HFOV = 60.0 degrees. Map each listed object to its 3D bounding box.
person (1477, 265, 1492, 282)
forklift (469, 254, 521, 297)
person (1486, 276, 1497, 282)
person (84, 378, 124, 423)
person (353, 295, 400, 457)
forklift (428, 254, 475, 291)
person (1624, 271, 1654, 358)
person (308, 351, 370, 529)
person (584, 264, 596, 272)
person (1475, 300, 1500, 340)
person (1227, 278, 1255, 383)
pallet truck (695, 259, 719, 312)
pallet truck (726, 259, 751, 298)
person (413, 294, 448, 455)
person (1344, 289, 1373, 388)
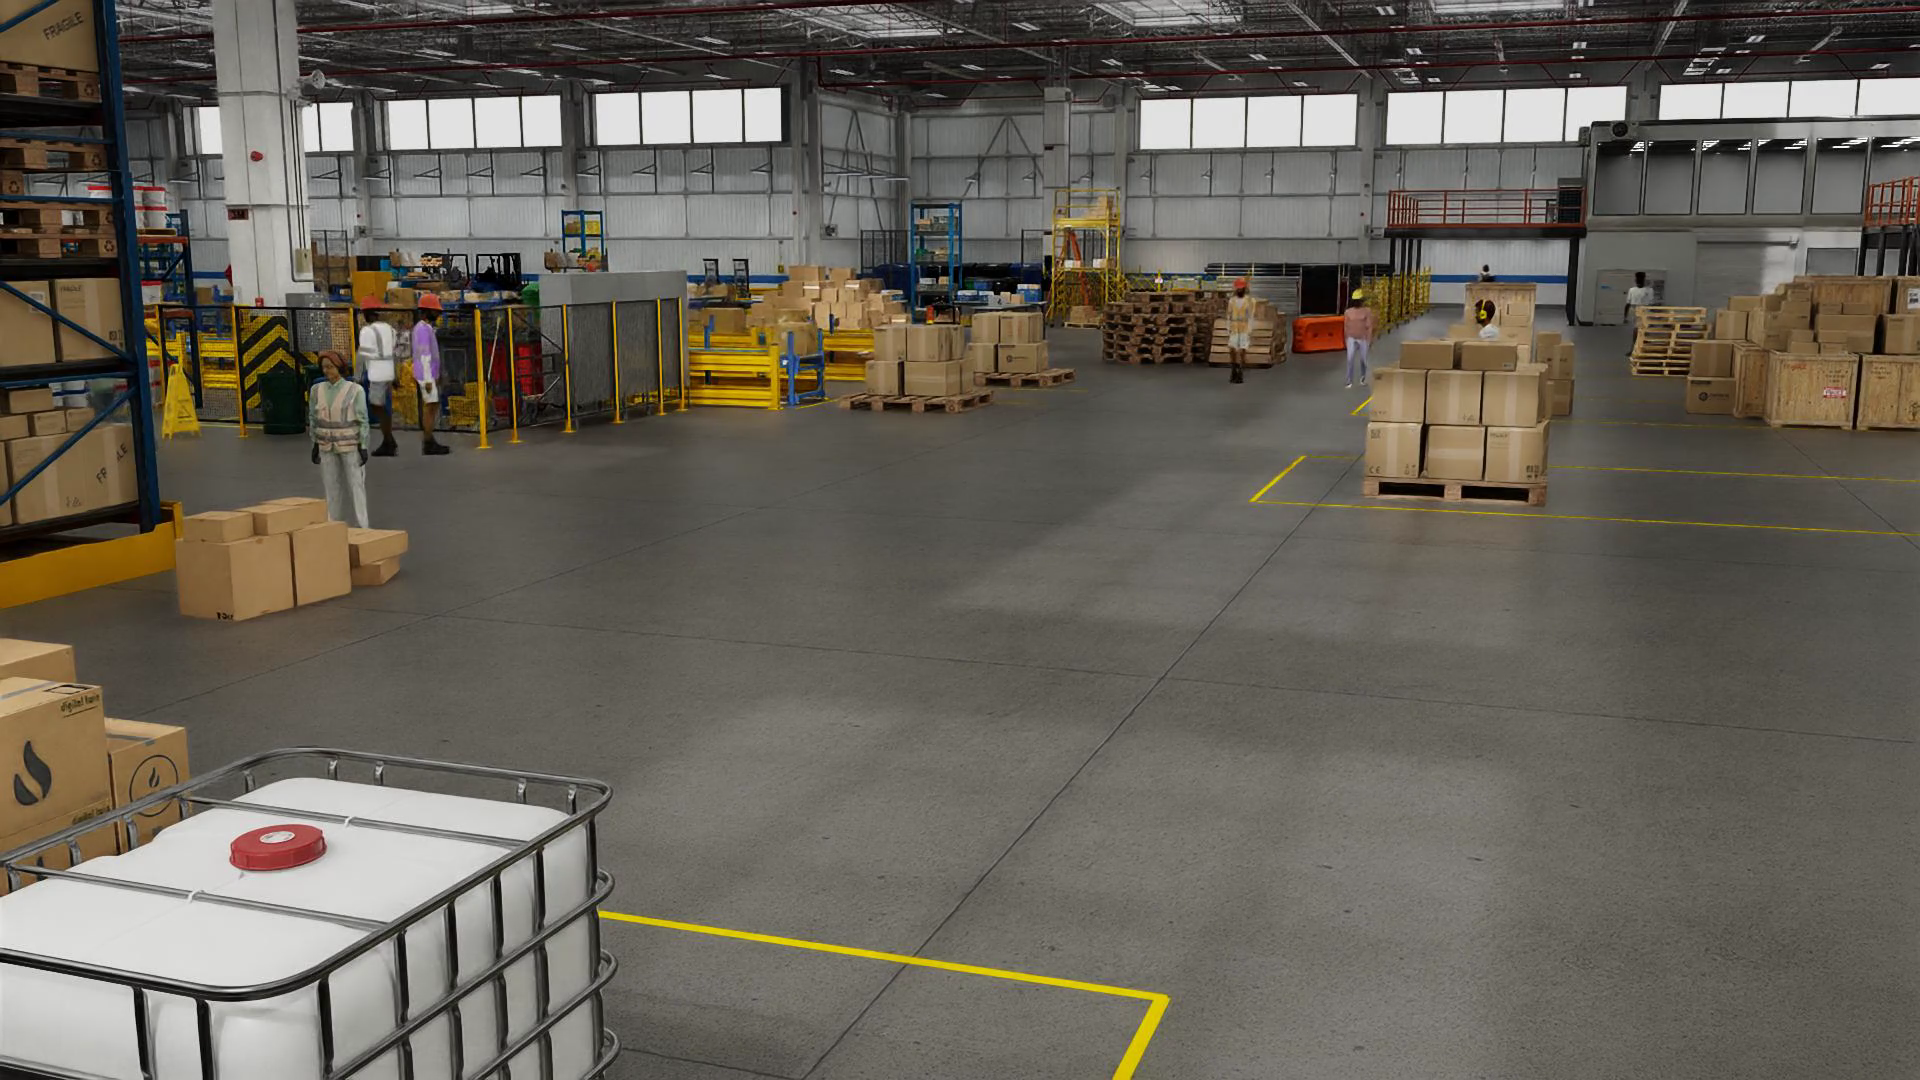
[{"bbox_3d":[18.174,-8.591,57.502,0.538,1.791,0.968,6,12,31],"label":"person"},{"bbox_3d":[-17.990,-10.121,64.684,1.157,1.987,2.680,3,11,17],"label":"forklift"},{"bbox_3d":[10.540,-4.321,33.204,0.581,1.884,0.746,6,11,28],"label":"person"},{"bbox_3d":[-10.134,-1.791,19.699,0.500,1.618,0.519,2,10,13],"label":"person"},{"bbox_3d":[-6.904,-1.927,19.667,0.482,1.914,0.570,1,10,8],"label":"person"},{"bbox_3d":[-20.133,-10.254,65.465,1.157,1.987,2.680,3,11,19],"label":"forklift"},{"bbox_3d":[15.222,-5.054,37.227,0.949,1.931,0.612,-7,12,-33],"label":"person"},{"bbox_3d":[-5.118,-0.740,13.736,0.521,1.638,0.311,2,10,11],"label":"person"},{"bbox_3d":[-9.349,-5.919,41.871,0.635,2.000,0.983,9,14,42],"label":"person"},{"bbox_3d":[6.147,-1.875,19.493,0.309,1.864,0.535,6,12,32],"label":"person"},{"bbox_3d":[5.059,-3.773,30.056,0.538,1.914,0.466,5,11,27],"label":"person"},{"bbox_3d":[-9.165,-9.627,62.776,0.823,1.965,1.885,4,11,23],"label":"pallet truck"},{"bbox_3d":[-7.986,-9.493,62.019,0.823,1.965,1.885,3,11,17],"label":"pallet truck"},{"bbox_3d":[-6.328,-1.972,19.895,0.416,1.928,0.543,-3,11,-19],"label":"person"},{"bbox_3d":[7.041,-3.557,29.342,0.531,1.742,0.797,5,11,25],"label":"person"}]
